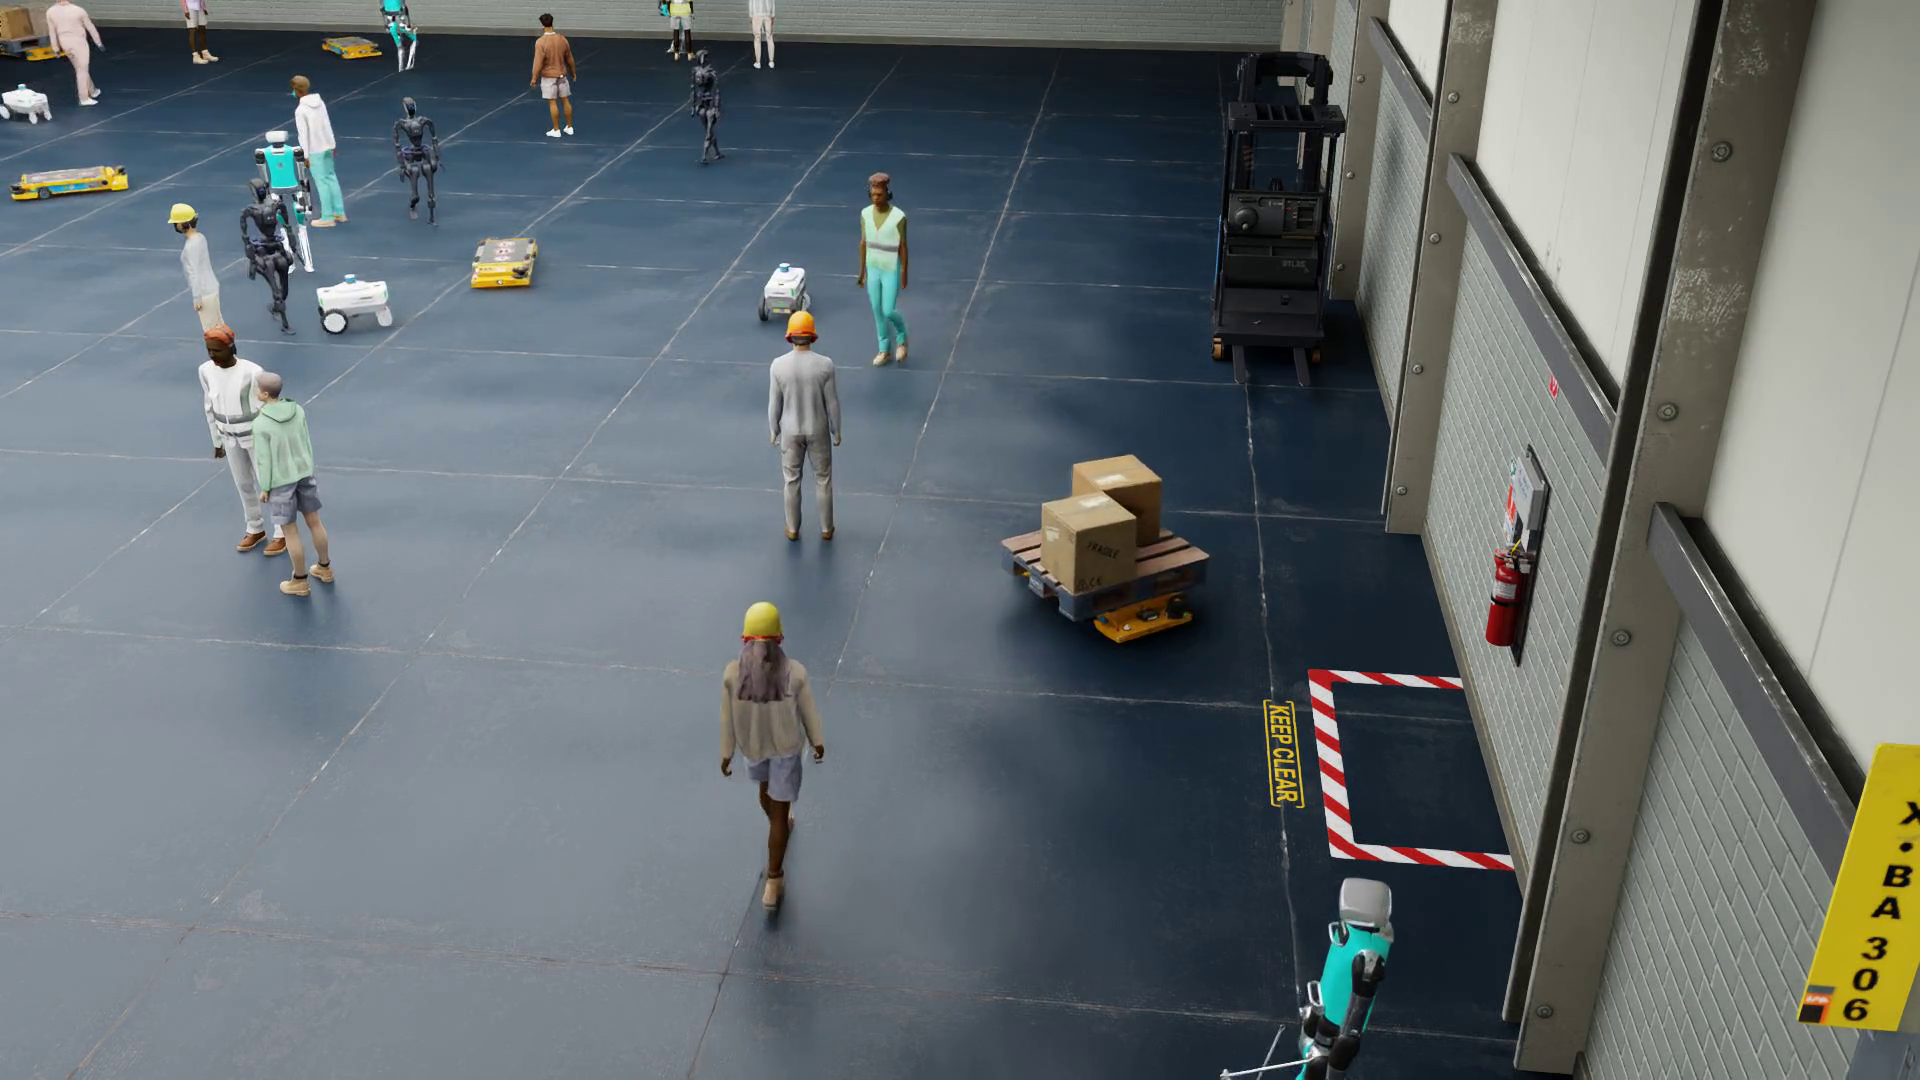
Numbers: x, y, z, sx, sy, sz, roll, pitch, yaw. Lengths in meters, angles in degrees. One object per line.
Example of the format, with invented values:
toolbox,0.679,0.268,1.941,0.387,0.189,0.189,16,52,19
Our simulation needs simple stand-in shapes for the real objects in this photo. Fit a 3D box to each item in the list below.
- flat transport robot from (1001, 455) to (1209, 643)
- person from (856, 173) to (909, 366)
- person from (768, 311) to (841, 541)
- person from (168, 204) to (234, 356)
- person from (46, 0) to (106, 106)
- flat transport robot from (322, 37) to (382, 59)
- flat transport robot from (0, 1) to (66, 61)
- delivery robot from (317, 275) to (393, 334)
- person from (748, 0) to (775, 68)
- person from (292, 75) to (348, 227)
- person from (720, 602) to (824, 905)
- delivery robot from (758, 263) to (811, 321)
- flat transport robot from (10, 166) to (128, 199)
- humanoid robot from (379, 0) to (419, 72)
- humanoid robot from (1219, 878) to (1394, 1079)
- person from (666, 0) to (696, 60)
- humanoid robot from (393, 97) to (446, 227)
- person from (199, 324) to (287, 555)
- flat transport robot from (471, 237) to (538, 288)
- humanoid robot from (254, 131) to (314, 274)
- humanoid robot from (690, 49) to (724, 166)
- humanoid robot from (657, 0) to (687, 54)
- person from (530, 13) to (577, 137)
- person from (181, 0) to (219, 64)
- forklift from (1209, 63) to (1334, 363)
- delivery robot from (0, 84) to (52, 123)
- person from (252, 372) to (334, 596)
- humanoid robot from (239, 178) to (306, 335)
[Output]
flat transport robot,1.052,0.326,12.487,0.659,0.231,1.431,-15,30,-27
person,-0.765,-2.697,16.636,0.488,1.963,0.474,13,29,24
person,-1.219,-0.880,13.105,0.564,1.876,0.384,-2,27,-4
person,-7.455,-2.437,16.343,0.337,1.756,0.516,-6,27,-12
person,-14.752,-8.295,27.911,0.686,1.865,0.909,2,27,4
flat transport robot,-11.754,-9.511,32.125,0.659,0.231,1.431,-19,32,-33
flat transport robot,-17.843,-9.379,31.862,1.431,0.231,0.659,16,31,28
delivery robot,-6.547,-2.562,17.921,0.764,0.582,0.499,-10,28,-20
person,-3.637,-9.651,30.627,0.494,1.870,0.402,-9,28,-18
person,-8.184,-4.965,21.236,0.377,1.906,0.572,12,29,22
person,-1.048,1.135,9.253,0.550,1.719,0.924,3,27,5
delivery robot,-1.915,-2.725,18.261,0.513,0.596,0.767,2,27,4
flat transport robot,-12.306,-4.940,23.001,1.431,0.231,0.659,-11,29,-22
humanoid robot,-10.147,-9.356,30.285,0.538,1.883,0.730,6,27,12
humanoid robot,1.421,2.198,7.122,1.039,1.729,0.579,3,27,6
person,-5.256,-9.915,31.337,0.539,1.696,0.316,4,27,8
humanoid robot,-6.920,-4.851,21.260,0.591,1.645,0.466,-18,31,-31
person,-5.551,-0.776,12.900,0.565,1.878,0.352,6,27,11
flat transport robot,-5.396,-3.303,19.731,0.659,0.231,1.431,-4,27,-8
humanoid robot,-7.749,-3.932,19.201,0.533,1.677,0.735,-8,28,-16
humanoid robot,-3.713,-6.291,24.162,0.608,1.622,0.776,18,32,31
humanoid robot,-5.481,-10.209,31.859,0.820,1.743,0.544,-17,31,-30
person,-6.271,-7.184,25.713,0.786,1.850,0.420,-23,35,-38
person,-14.255,-9.937,31.013,0.401,2.035,0.604,6,27,13
forklift,3.241,-3.477,17.183,1.129,2.768,1.873,3,27,6
delivery robot,-15.123,-7.077,26.915,0.742,0.566,0.499,12,29,23
person,-4.965,-0.421,12.334,0.341,1.743,0.476,14,30,26
humanoid robot,-7.331,-3.040,17.706,0.760,1.651,0.608,21,33,35
